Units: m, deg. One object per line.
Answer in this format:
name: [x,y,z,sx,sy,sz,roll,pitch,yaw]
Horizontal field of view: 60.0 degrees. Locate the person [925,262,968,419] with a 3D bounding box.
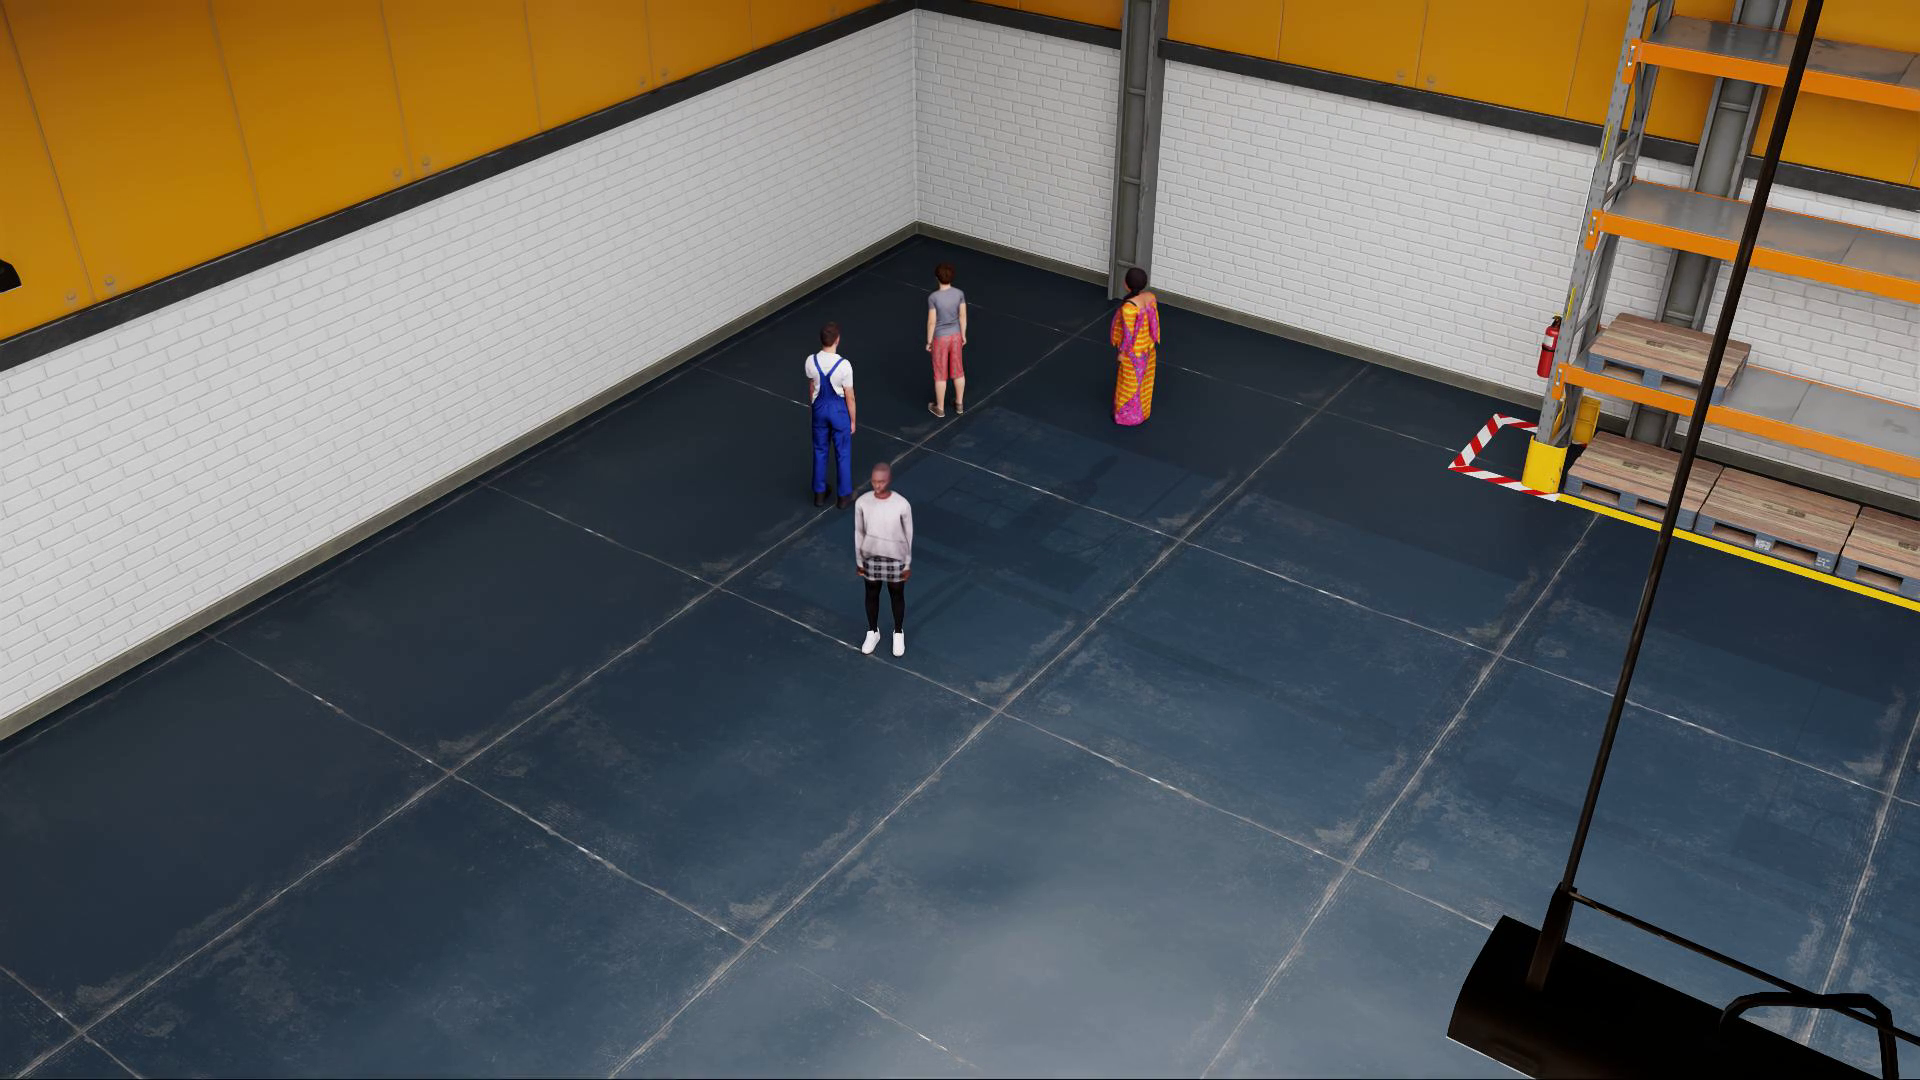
person: [-0.135,-2.029,16.839,0.676,1.651,0.702,-11,35,-17]

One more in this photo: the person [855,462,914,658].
person: [-0.608,0.143,13.462,0.624,1.771,0.754,4,34,6]

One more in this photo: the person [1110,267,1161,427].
person: [1.732,-1.979,16.736,0.628,1.681,0.627,22,39,29]

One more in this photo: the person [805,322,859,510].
person: [-1.197,-1.146,15.333,0.616,1.847,0.747,8,34,12]
